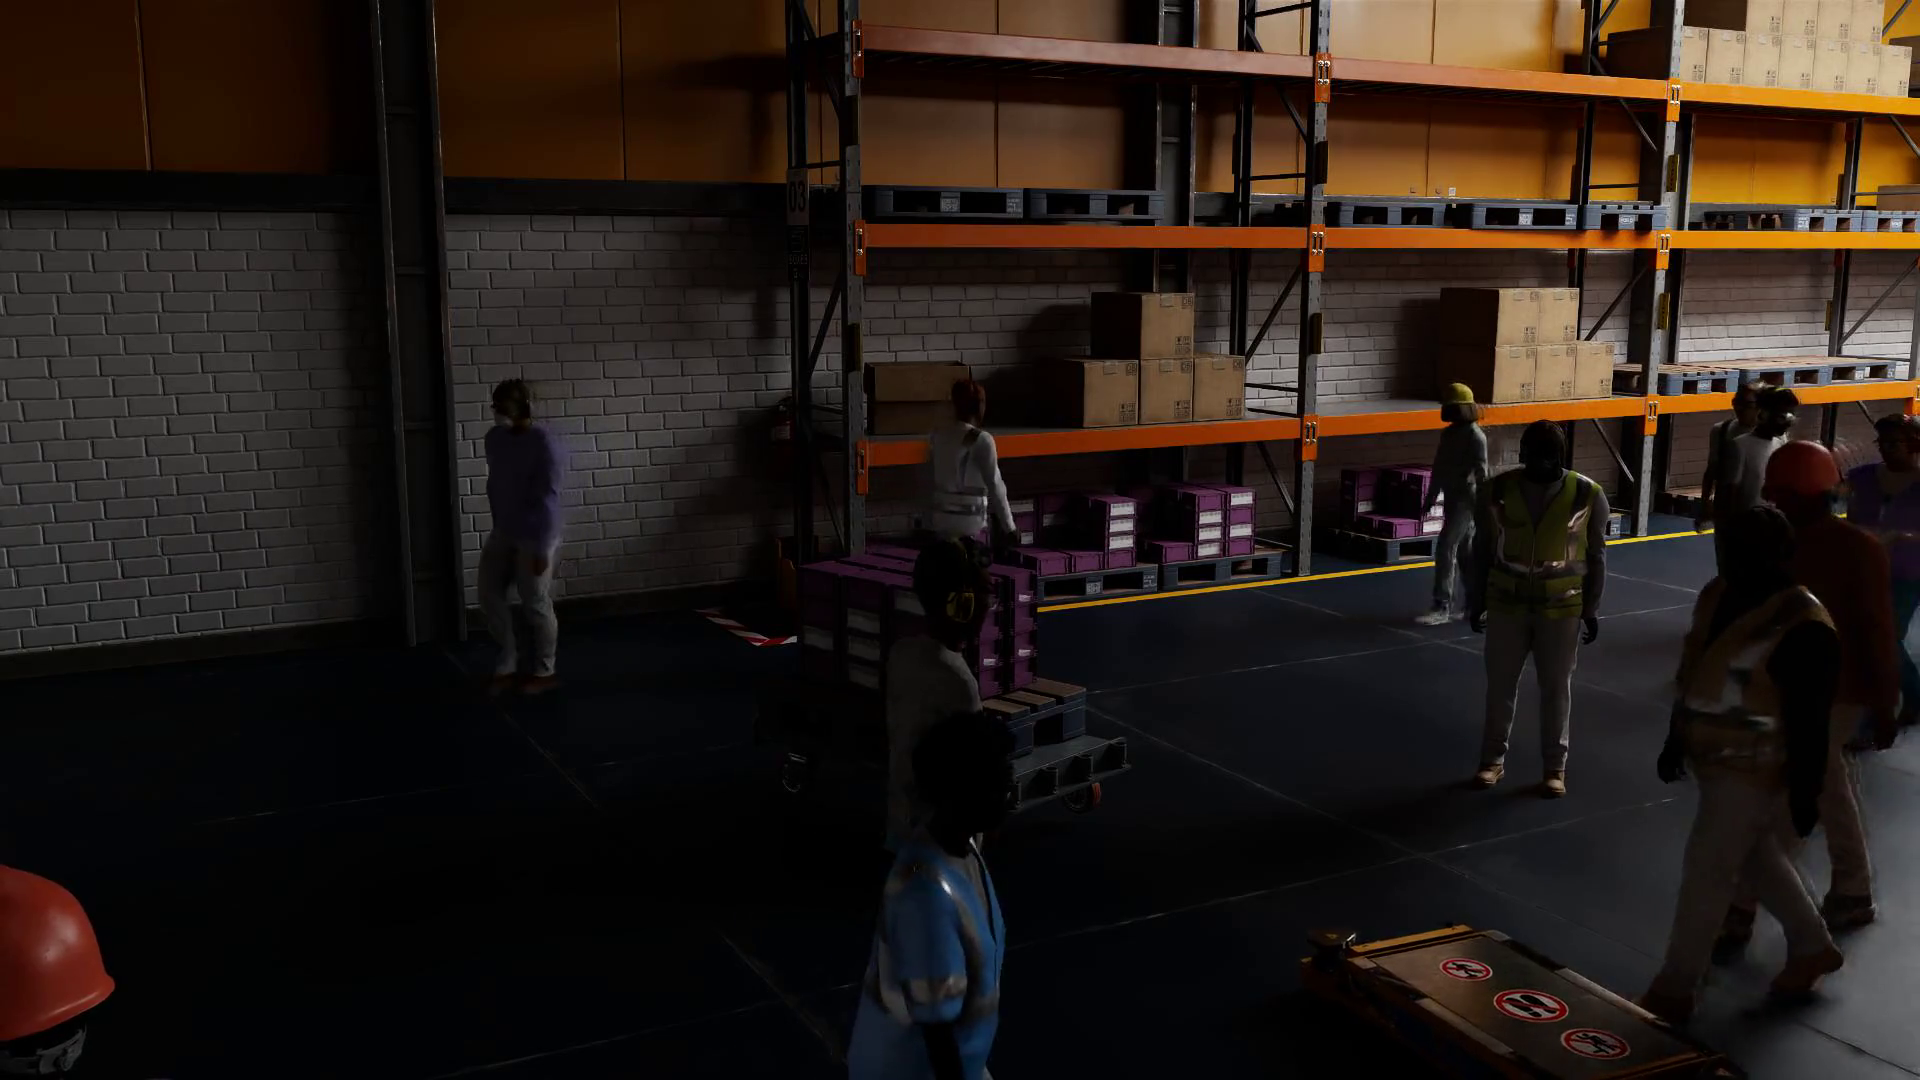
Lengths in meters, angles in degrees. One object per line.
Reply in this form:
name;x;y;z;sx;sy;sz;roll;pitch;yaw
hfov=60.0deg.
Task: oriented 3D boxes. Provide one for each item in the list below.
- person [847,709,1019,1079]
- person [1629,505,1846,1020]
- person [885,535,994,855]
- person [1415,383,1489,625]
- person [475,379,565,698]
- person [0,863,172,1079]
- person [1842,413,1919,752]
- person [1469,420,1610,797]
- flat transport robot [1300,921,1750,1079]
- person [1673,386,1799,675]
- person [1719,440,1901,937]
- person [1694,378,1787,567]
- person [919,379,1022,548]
person;-0.018;1.189;3.692;0.913;1.637;0.563;2;10;13
person;2.757;0.767;5.759;0.901;1.809;0.628;0;10;-1
person;-0.041;0.911;4.728;0.316;1.860;0.509;-4;11;-23
person;3.466;-0.251;11.817;0.733;1.717;0.486;-2;10;-10
person;-2.599;0.013;9.736;0.649;1.908;0.652;7;12;34
person;-1.133;1.330;2.080;0.354;1.939;0.545;2;10;9
person;5.097;0.199;9.027;0.951;1.797;0.561;-5;11;-28
person;2.801;0.330;8.122;0.636;1.840;0.429;5;11;25
flat transport robot;1.797;1.579;5.441;0.652;0.197;1.431;-4;11;-23
person;4.722;-0.011;10.058;0.682;1.850;0.513;-6;11;-31
person;3.210;0.583;6.392;0.958;1.926;0.623;-2;10;-12
person;5.312;-0.197;11.250;0.861;1.817;0.518;-7;12;-34
person;0.086;-0.101;10.595;0.941;1.838;0.590;-7;12;-34
